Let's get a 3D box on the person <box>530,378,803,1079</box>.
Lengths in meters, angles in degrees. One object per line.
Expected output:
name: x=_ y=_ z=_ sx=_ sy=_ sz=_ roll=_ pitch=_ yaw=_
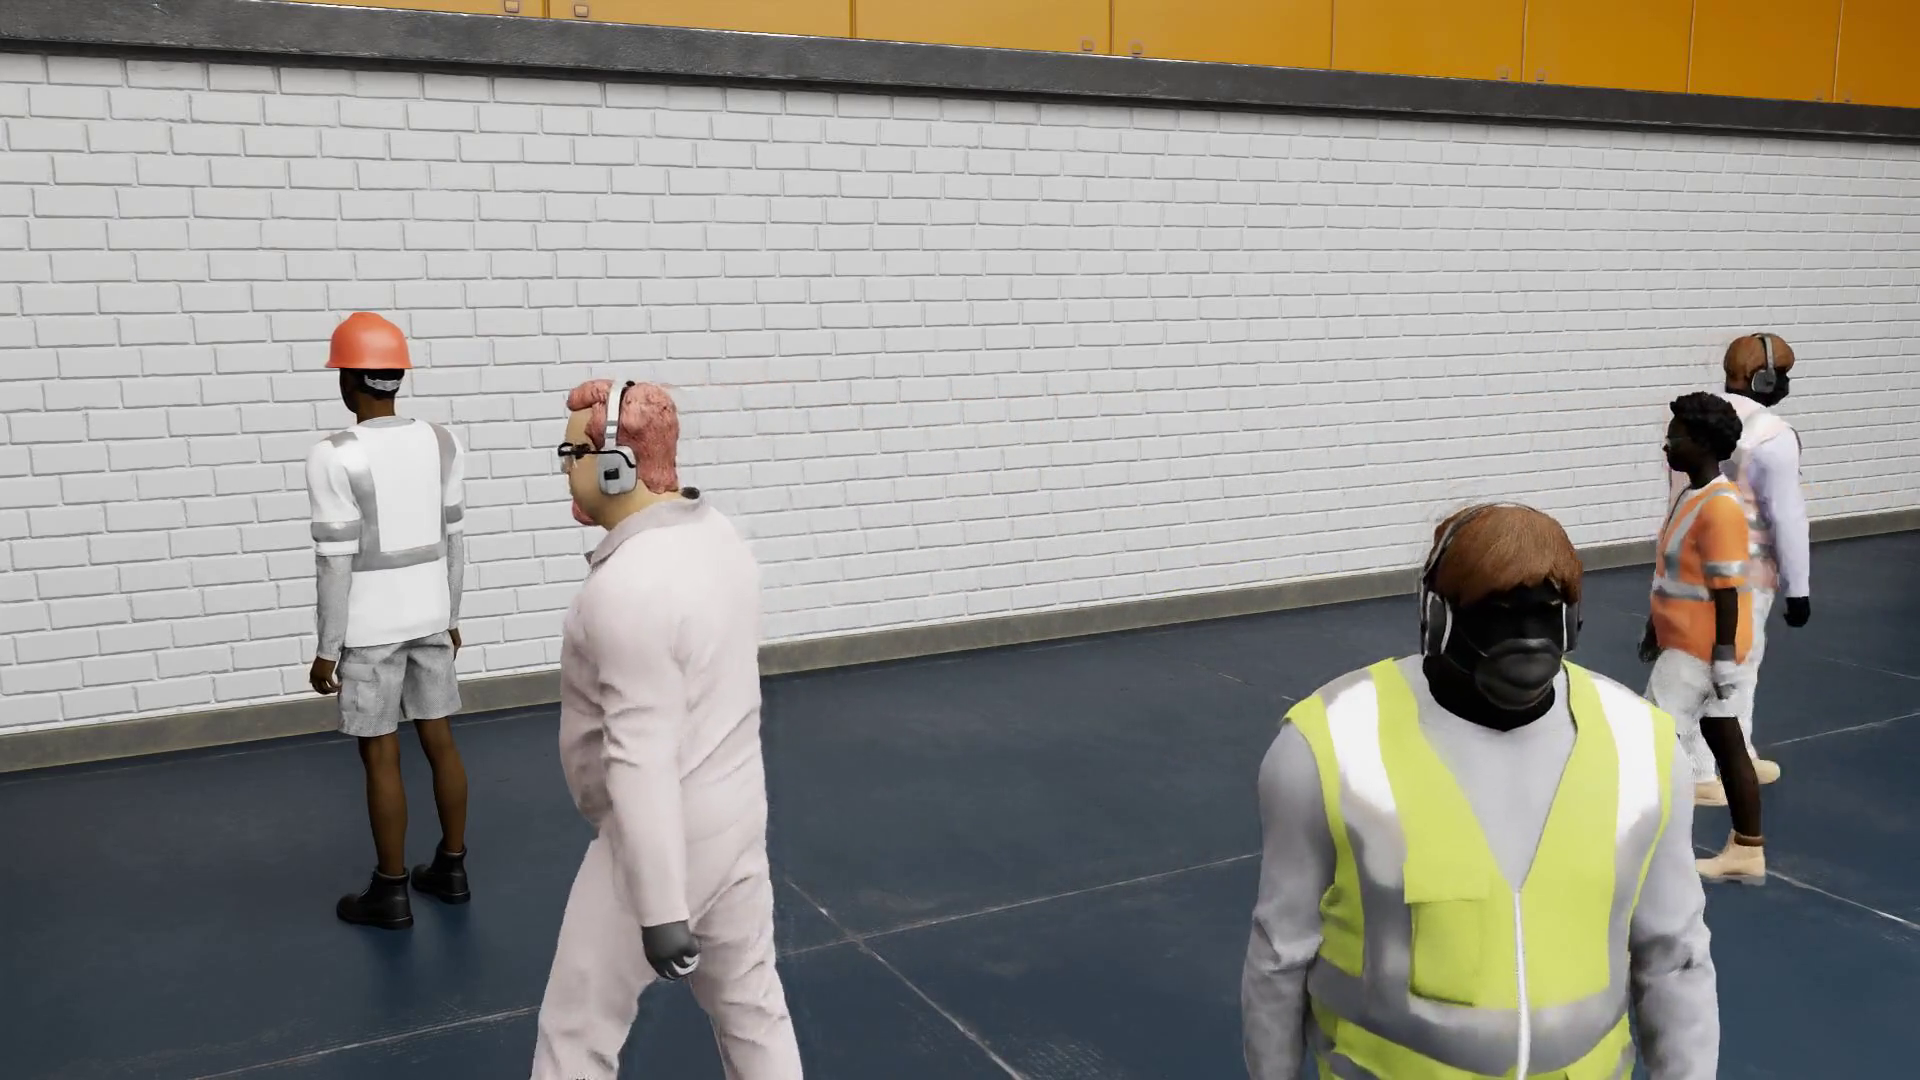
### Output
person: x=-0.705 y=0.608 z=3.427 sx=0.900 sy=1.870 sz=0.658 roll=2 pitch=10 yaw=14

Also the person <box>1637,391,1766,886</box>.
person: x=2.359 y=0.336 z=5.582 sx=0.829 sy=1.653 sz=0.546 roll=3 pitch=10 yaw=18

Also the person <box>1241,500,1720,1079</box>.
person: x=0.757 y=0.824 z=2.445 sx=0.648 sy=1.788 sz=1.003 roll=0 pitch=10 yaw=-2

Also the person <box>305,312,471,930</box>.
person: x=-1.810 y=0.258 z=5.250 sx=0.361 sy=1.939 sz=0.543 roll=7 pitch=12 yaw=34

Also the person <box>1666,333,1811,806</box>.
person: x=3.059 y=0.122 z=6.381 sx=0.713 sy=1.816 sz=0.655 roll=-1 pitch=10 yaw=-8
